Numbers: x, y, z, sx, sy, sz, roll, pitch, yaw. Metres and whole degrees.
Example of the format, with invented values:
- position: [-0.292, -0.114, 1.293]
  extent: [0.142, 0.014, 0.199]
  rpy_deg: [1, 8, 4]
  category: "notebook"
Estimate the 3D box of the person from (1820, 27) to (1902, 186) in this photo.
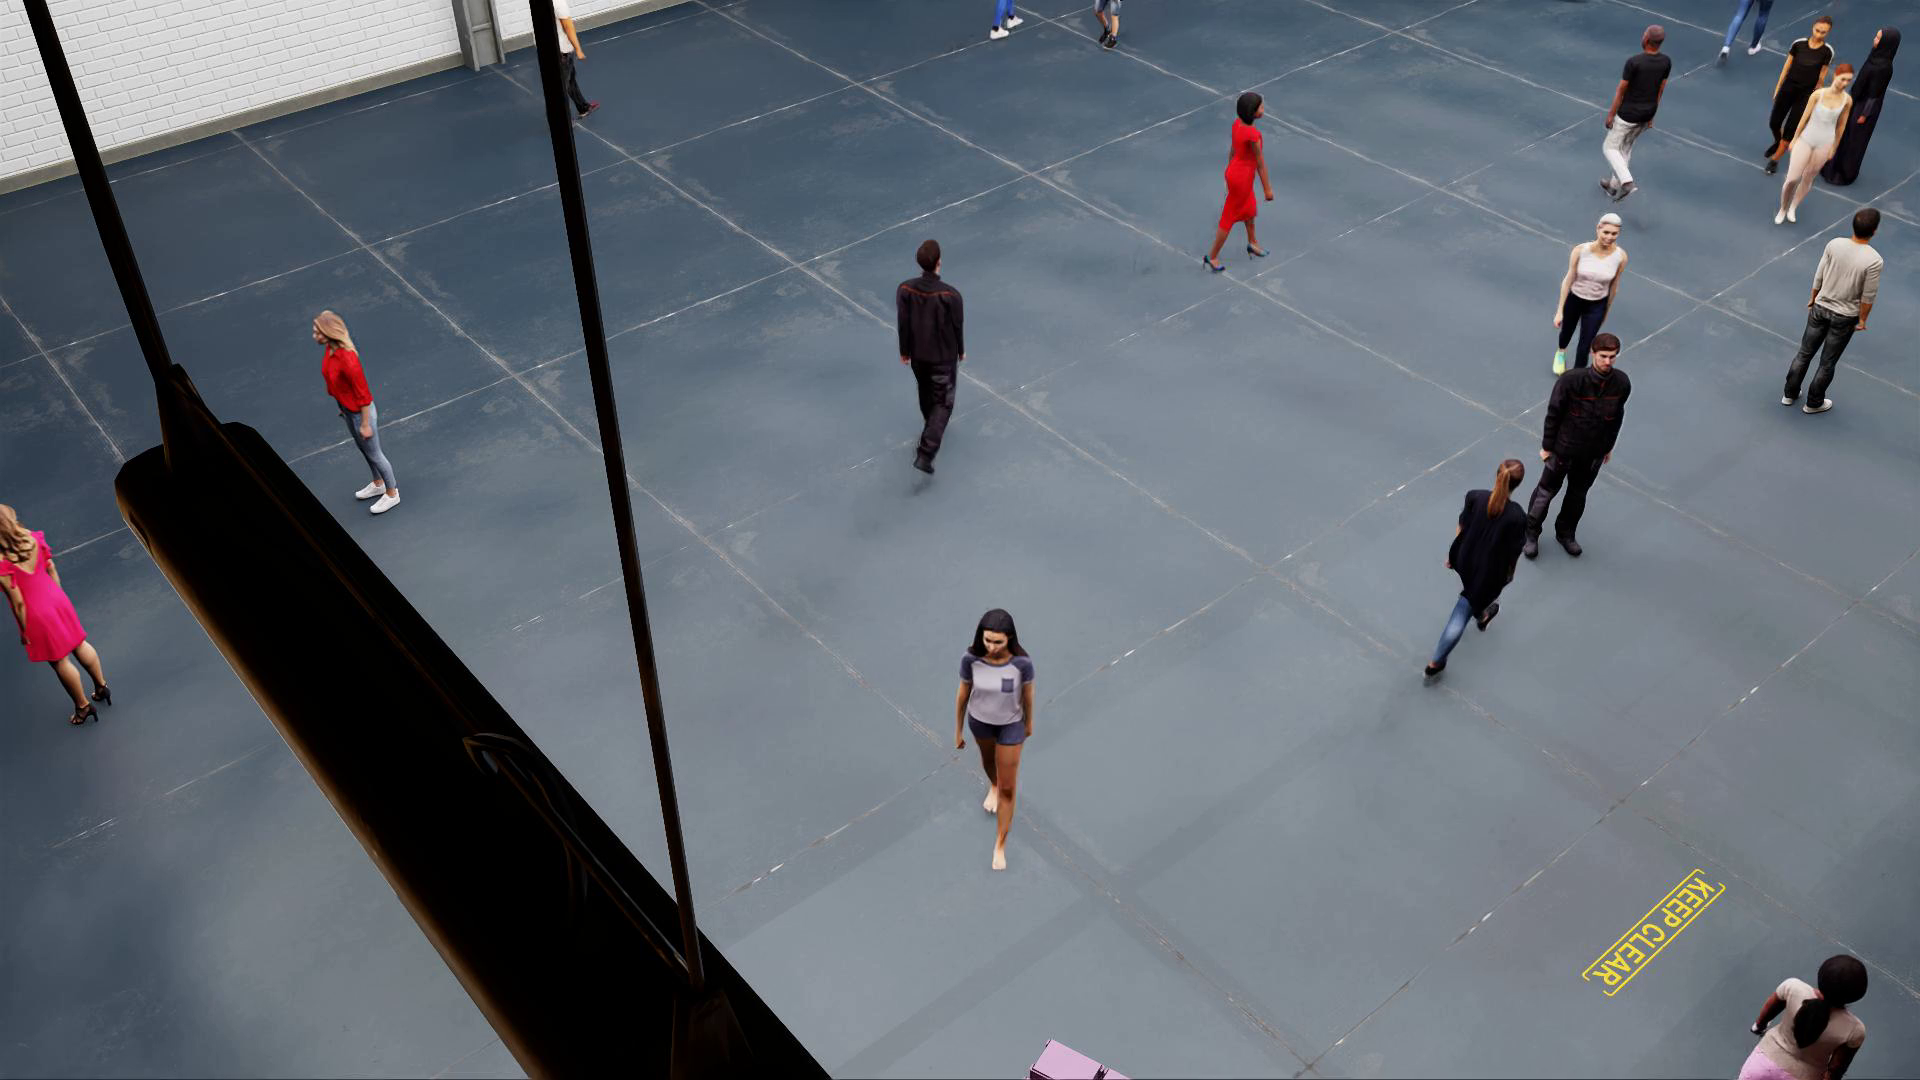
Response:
- position: [9.138, -4.395, 16.807]
  extent: [0.774, 1.614, 0.692]
  rpy_deg: [10, 40, 12]
  category: "person"

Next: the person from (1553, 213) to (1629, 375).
- position: [5.130, -1.955, 13.717]
  extent: [1.024, 1.657, 1.268]
  rpy_deg: [12, 40, 14]
  category: "person"

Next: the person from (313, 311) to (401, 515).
- position: [-4.509, -0.960, 12.434]
  extent: [0.498, 1.702, 0.619]
  rpy_deg: [-29, 47, -31]
  category: "person"

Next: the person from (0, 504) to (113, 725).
- position: [-5.844, 0.469, 10.625]
  extent: [0.725, 1.728, 0.638]
  rpy_deg: [10, 40, 13]
  category: "person"

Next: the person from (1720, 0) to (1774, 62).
- position: [9.195, -6.358, 19.201]
  extent: [0.701, 1.695, 1.076]
  rpy_deg: [27, 46, 30]
  category: "person"

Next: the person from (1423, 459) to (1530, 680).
- position: [3.385, 0.240, 10.998]
  extent: [1.151, 1.621, 0.678]
  rpy_deg: [-31, 48, -33]
  category: "person"

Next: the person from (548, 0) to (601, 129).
- position: [-4.354, -5.213, 17.699]
  extent: [0.923, 1.779, 0.683]
  rpy_deg: [-29, 47, -31]
  category: "person"

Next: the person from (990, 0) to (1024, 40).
- position: [0.492, -6.809, 19.725]
  extent: [0.818, 1.744, 0.644]
  rpy_deg: [-29, 47, -31]
  category: "person"

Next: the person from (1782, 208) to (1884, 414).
- position: [7.089, -1.855, 13.469]
  extent: [0.536, 1.812, 0.641]
  rpy_deg: [-26, 46, -29]
  category: "person"

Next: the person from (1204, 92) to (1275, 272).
- position: [2.489, -3.250, 15.289]
  extent: [1.031, 1.719, 0.851]
  rpy_deg: [-7, 39, -9]
  category: "person"

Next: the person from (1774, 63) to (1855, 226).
- position: [8.286, -3.867, 16.135]
  extent: [0.699, 1.629, 0.747]
  rpy_deg: [11, 40, 14]
  category: "person"

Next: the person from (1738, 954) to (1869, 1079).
- position: [3.899, 2.615, 7.964]
  extent: [0.716, 1.695, 1.217]
  rpy_deg: [29, 47, 31]
  category: "person"

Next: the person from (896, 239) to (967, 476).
- position: [-0.223, -1.377, 12.814]
  extent: [1.008, 1.880, 1.275]
  rpy_deg: [17, 42, 20]
  category: "person"

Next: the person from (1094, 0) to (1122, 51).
- position: [1.820, -6.543, 19.636]
  extent: [0.581, 1.440, 0.601]
  rpy_deg: [27, 46, 30]
  category: "person"

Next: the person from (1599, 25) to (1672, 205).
- position: [6.646, -4.131, 16.336]
  extent: [0.996, 1.788, 0.961]
  rpy_deg: [-9, 40, -11]
  category: "person"

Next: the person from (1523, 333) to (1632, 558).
- position: [4.447, -0.686, 11.983]
  extent: [0.748, 1.838, 0.853]
  rpy_deg: [-2, 39, -2]
  category: "person"

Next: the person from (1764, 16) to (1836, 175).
- position: [8.607, -4.582, 17.013]
  extent: [0.644, 1.650, 0.750]
  rpy_deg: [30, 47, 32]
  category: "person"

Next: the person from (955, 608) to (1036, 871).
- position: [0.230, 1.033, 9.939]
  extent: [0.974, 1.703, 1.089]
  rpy_deg: [7, 39, 8]
  category: "person"
